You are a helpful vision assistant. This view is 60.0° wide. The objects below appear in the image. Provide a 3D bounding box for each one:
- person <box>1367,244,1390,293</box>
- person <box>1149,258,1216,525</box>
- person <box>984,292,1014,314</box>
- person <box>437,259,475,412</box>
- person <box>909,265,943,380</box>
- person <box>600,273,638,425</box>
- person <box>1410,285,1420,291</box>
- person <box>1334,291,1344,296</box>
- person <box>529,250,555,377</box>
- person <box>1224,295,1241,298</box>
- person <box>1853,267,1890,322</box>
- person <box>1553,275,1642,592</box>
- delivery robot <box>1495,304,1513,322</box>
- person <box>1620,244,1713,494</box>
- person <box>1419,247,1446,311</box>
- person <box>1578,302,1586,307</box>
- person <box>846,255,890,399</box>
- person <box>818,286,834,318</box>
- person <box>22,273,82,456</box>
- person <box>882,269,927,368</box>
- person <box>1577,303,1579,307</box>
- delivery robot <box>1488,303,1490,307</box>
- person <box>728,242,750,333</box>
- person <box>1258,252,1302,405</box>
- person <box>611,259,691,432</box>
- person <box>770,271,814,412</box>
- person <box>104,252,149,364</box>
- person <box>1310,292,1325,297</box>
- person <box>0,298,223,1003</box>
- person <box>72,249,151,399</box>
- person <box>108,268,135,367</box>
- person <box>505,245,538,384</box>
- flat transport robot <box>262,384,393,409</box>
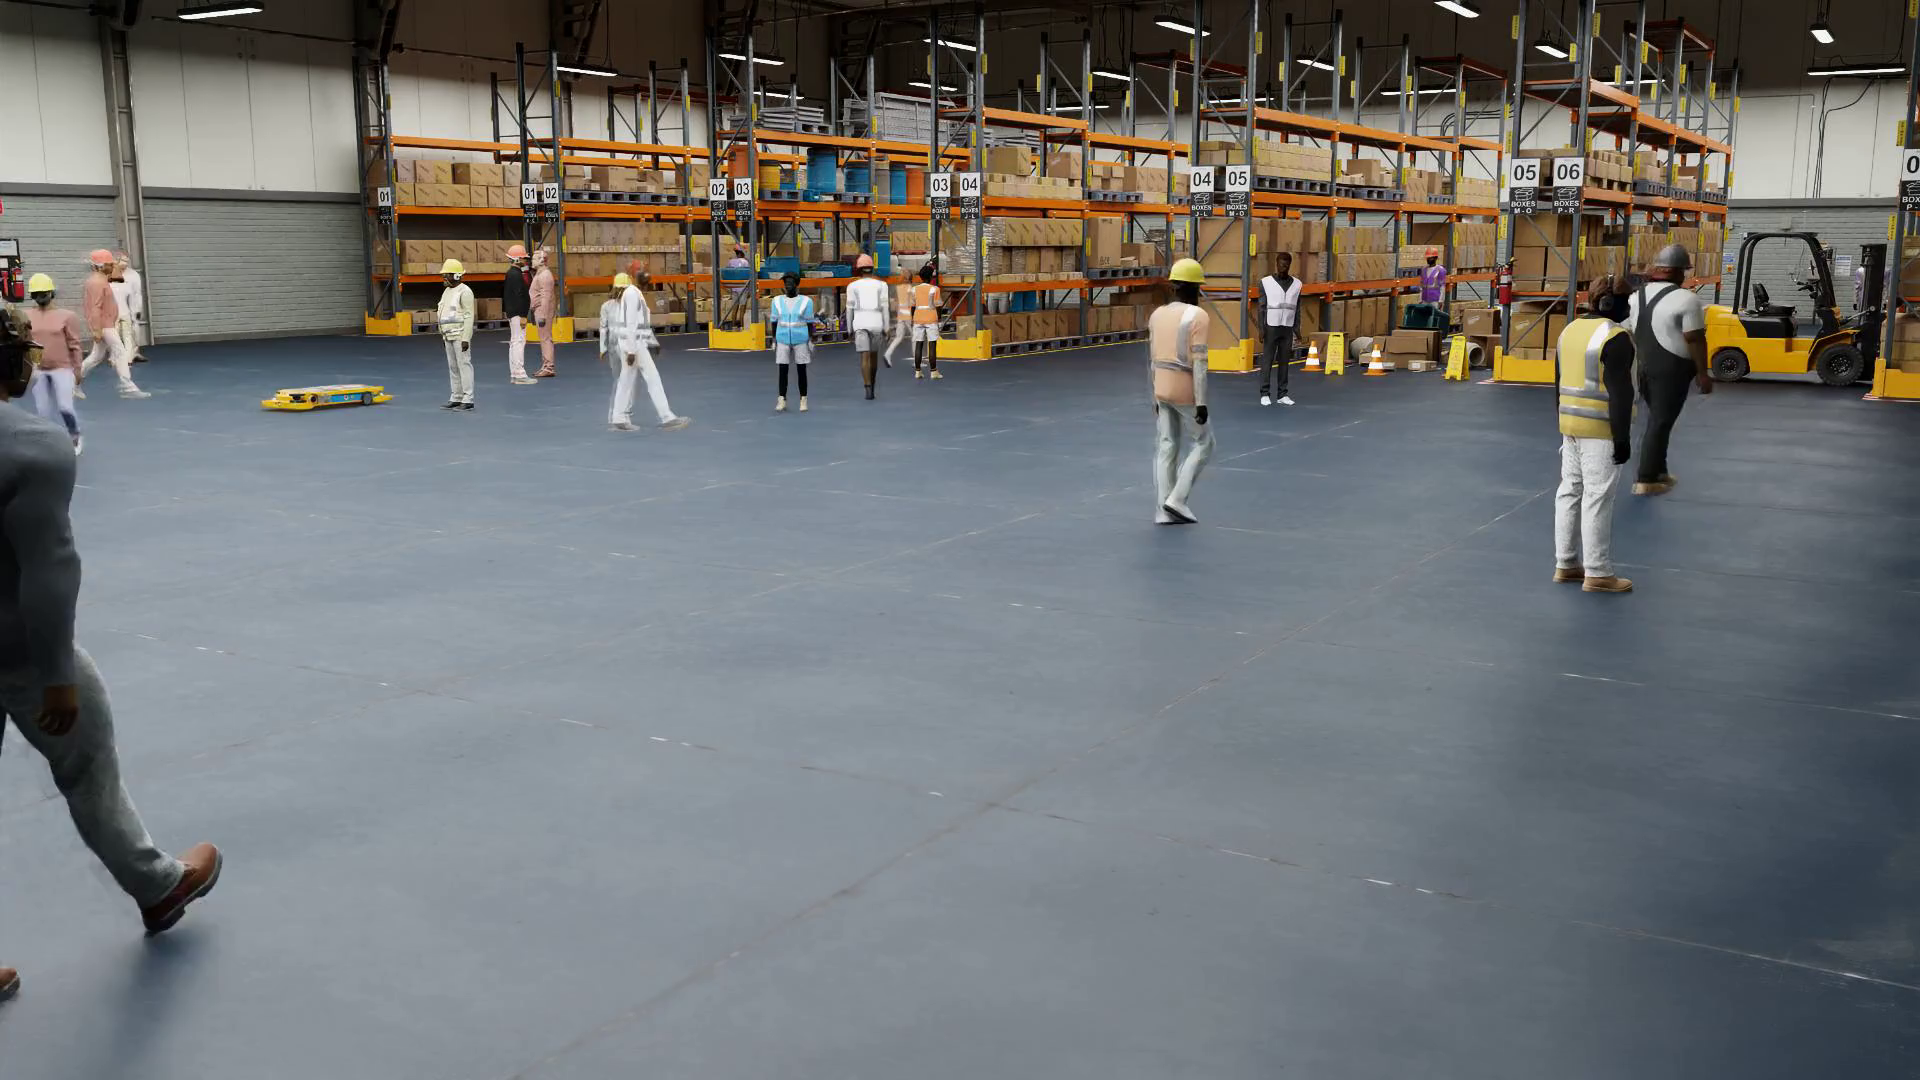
[{"bbox_3d":[9.806,-5.854,38.518,0.650,2.016,0.764,8,13,37],"label":"person"},{"bbox_3d":[1.595,-1.046,11.901,0.420,1.911,0.620,-7,12,-34],"label":"person"},{"bbox_3d":[0.770,-4.809,32.956,0.623,1.932,0.370,1,10,7],"label":"person"},{"bbox_3d":[-6.094,-2.469,20.102,0.404,1.833,0.590,-10,14,-43],"label":"person"},{"bbox_3d":[-0.497,-3.235,24.779,0.532,1.694,0.319,5,11,26],"label":"person"},{"bbox_3d":[-3.752,-2.128,18.581,0.487,1.699,0.907,1,10,4],"label":"person"},{"bbox_3d":[11.020,-6.061,40.056,0.547,1.883,0.964,6,12,29],"label":"person"},{"bbox_3d":[9.038,-6.126,40.312,0.615,1.944,0.706,6,12,30],"label":"person"},{"bbox_3d":[-6.352,-3.426,25.242,0.407,1.913,0.641,-3,11,-16],"label":"person"},{"bbox_3d":[5.262,-4.387,30.773,0.662,1.849,1.009,6,12,31],"label":"person"},{"bbox_3d":[17.287,-4.561,31.582,0.581,1.918,0.391,6,12,30],"label":"person"},{"bbox_3d":[3.733,-0.623,9.750,0.430,1.841,0.624,-2,10,-11],"label":"person"},{"bbox_3d":[13.021,-5.494,40.362,0.707,0.478,0.477,0,10,-3],"label":"delivery robot"},{"bbox_3d":[5.791,-1.389,13.471,0.765,2.000,0.693,-3,11,-18],"label":"person"},{"bbox_3d":[9.014,-4.619,31.846,0.376,1.939,0.547,-8,13,-36],"label":"person"},{"bbox_3d":[14.566,-5.908,39.176,0.574,1.907,0.783,7,12,32],"label":"person"},{"bbox_3d":[-1.215,-2.806,21.874,0.554,1.866,1.055,-1,10,-7],"label":"person"},{"bbox_3d":[-3.128,-5.721,38.940,0.503,1.614,0.673,4,11,24],"label":"person"},{"bbox_3d":[-8.334,-1.559,15.231,0.531,1.754,0.431,-3,10,-15],"label":"person"},{"bbox_3d":[-0.895,-3.596,27.010,0.742,1.614,0.513,-9,14,-42],"label":"person"},{"bbox_3d":[15.000,-6.042,40.786,0.852,1.593,0.518,8,13,38],"label":"person"},{"bbox_3d":[13.086,-5.609,41.008,0.477,0.478,0.707,1,10,6],"label":"delivery robot"},{"bbox_3d":[-4.809,-5.501,36.493,0.612,2.041,0.394,9,13,41],"label":"person"},{"bbox_3d":[4.007,-2.650,20.891,0.587,1.913,0.391,-3,11,-16],"label":"person"},{"bbox_3d":[-3.347,-2.075,17.875,0.924,1.843,0.573,-3,11,-17],"label":"person"},{"bbox_3d":[-2.022,-2.387,20.021,0.540,1.695,0.317,1,10,3],"label":"person"},{"bbox_3d":[-14.176,-3.911,28.077,0.722,1.879,0.416,-3,11,-18],"label":"person"},{"bbox_3d":[7.781,-5.268,35.841,0.878,1.804,0.531,-10,14,-43],"label":"person"},{"bbox_3d":[-2.536,0.282,4.529,0.658,1.885,1.000,3,11,18],"label":"person"},{"bbox_3d":[-11.209,-2.799,21.635,1.005,1.956,0.625,-4,11,-23],"label":"person"},{"bbox_3d":[-13.776,-3.638,27.240,0.287,1.622,0.510,10,14,43],"label":"person"},{"bbox_3d":[-6.355,-3.241,23.974,0.381,1.994,0.613,-5,11,-25],"label":"person"},{"bbox_3d":[-7.848,-1.790,20.674,0.652,0.197,1.431,6,12,31],"label":"flat transport robot"}]
